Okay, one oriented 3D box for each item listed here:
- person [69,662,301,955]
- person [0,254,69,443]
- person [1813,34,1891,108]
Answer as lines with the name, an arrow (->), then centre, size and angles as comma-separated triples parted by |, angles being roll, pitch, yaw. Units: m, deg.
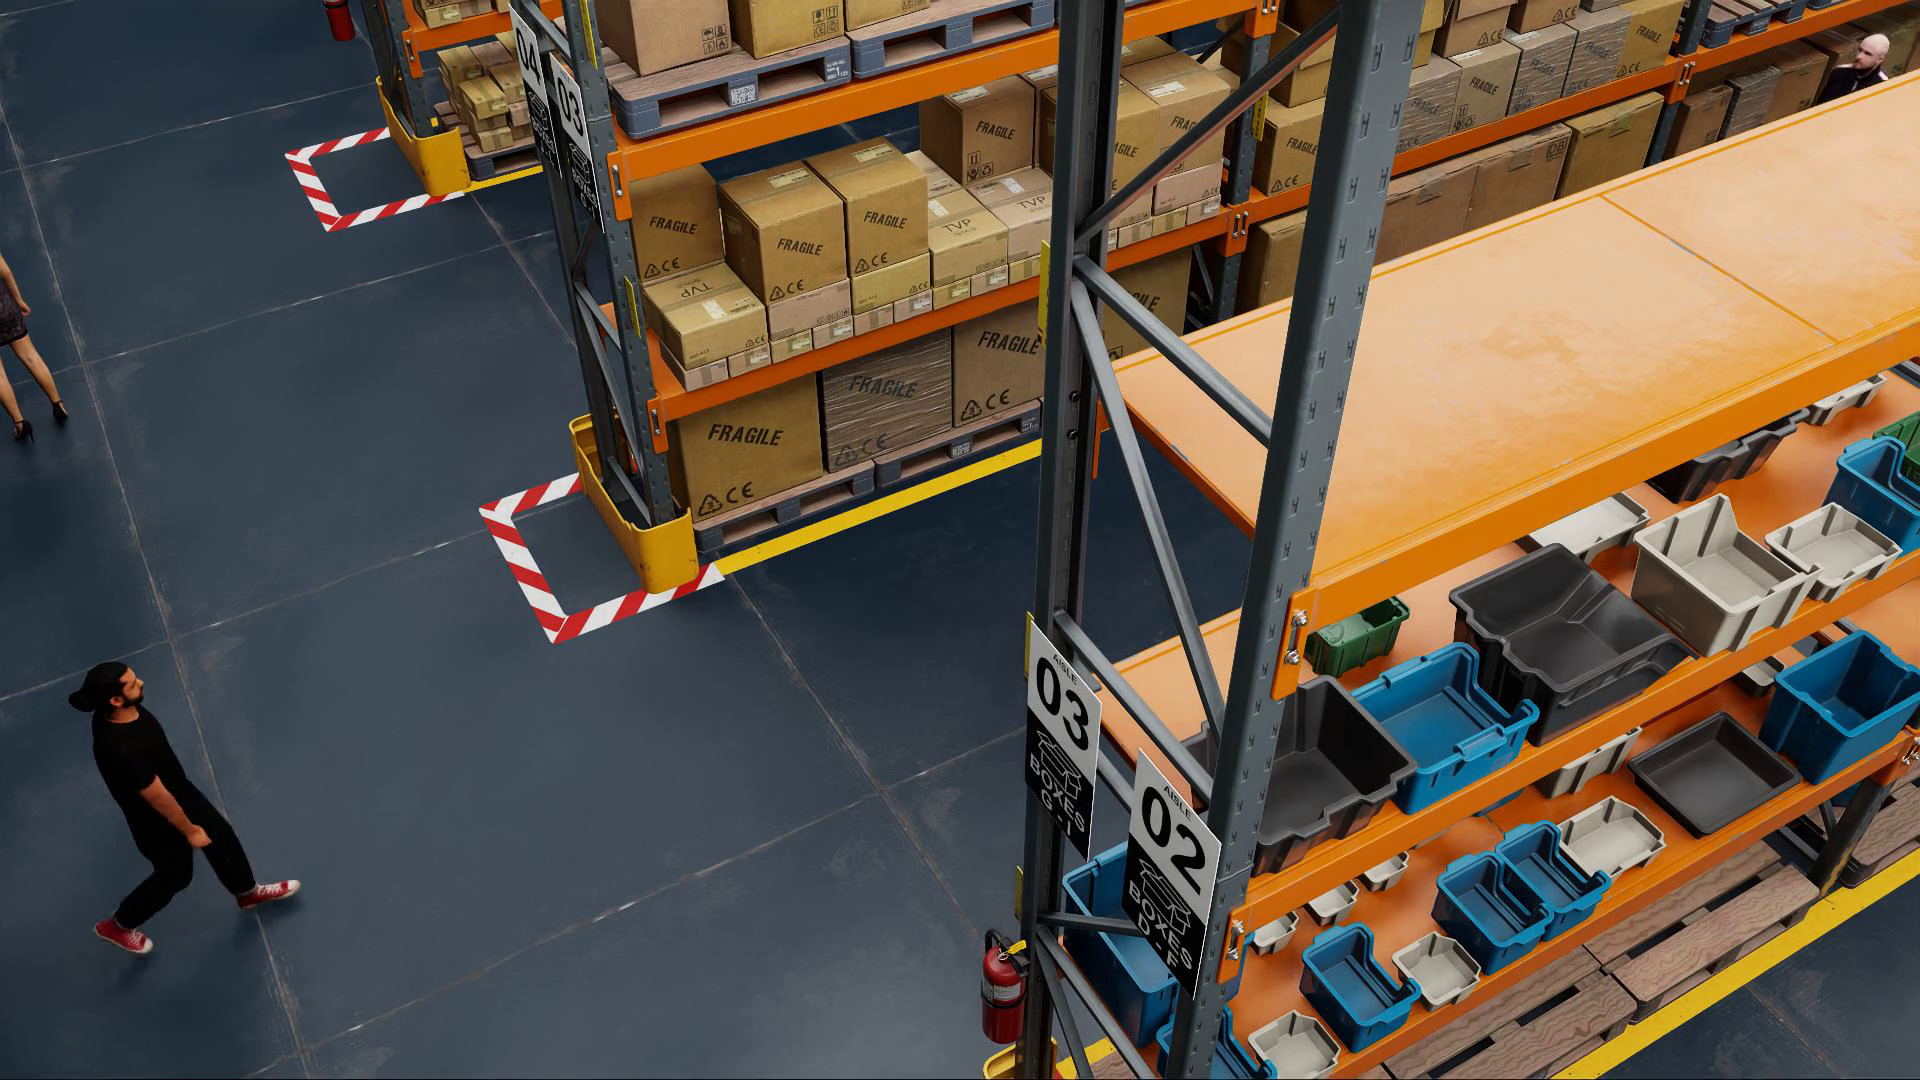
person -> -3.681, 1.255, 7.501 | 1.152, 1.728, 0.749 | -14, 45, -14
person -> -6.017, -1.385, 10.282 | 0.511, 1.791, 0.712 | -34, 53, -31
person -> 6.211, -2.714, 11.681 | 0.618, 1.825, 0.686 | -20, 46, -20
